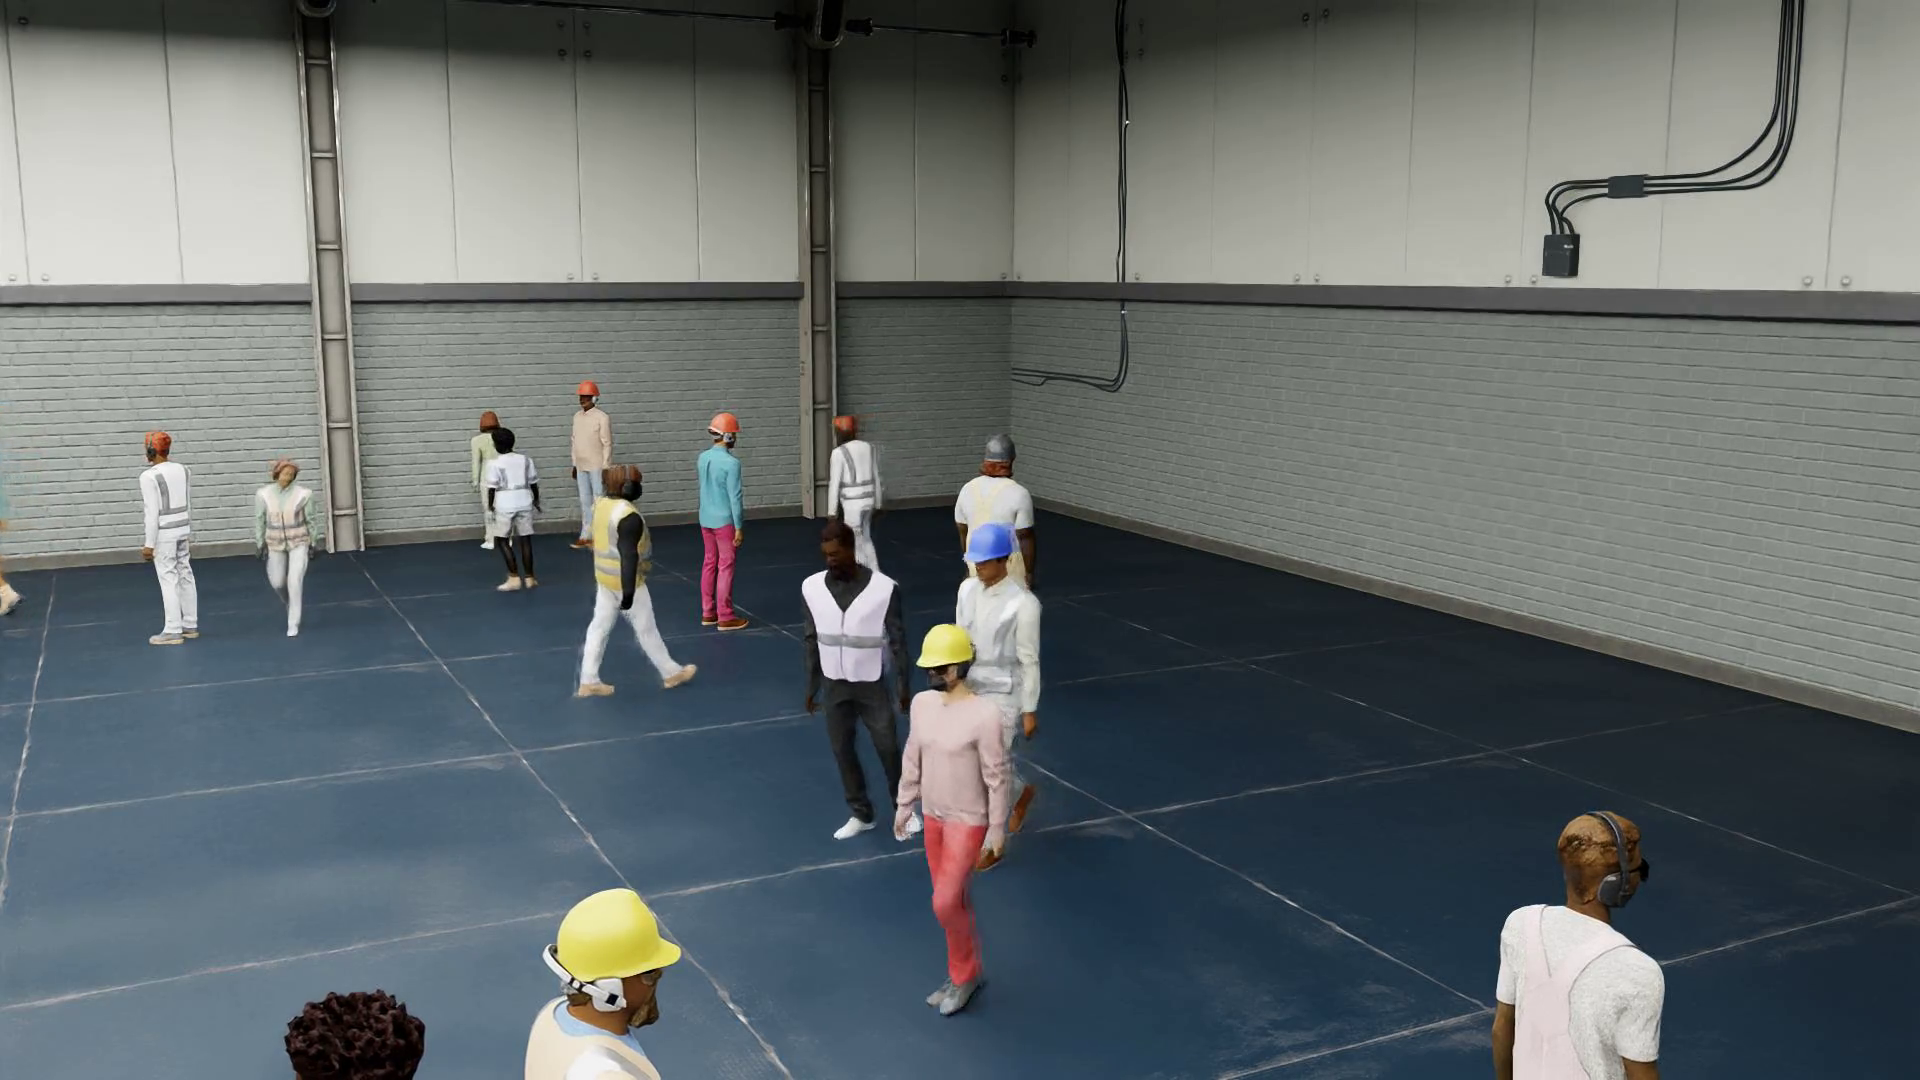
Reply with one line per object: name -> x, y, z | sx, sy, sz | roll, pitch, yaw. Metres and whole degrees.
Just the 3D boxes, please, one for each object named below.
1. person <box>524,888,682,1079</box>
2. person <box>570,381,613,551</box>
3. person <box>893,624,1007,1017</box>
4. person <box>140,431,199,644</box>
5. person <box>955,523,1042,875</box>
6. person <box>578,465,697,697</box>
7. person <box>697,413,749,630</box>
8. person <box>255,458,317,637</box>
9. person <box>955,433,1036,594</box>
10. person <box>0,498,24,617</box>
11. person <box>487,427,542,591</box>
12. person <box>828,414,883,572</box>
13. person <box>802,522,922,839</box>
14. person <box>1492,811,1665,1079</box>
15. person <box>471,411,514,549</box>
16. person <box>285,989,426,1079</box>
person -> -0.829, 1.726, 4.032 | 0.404, 1.831, 0.600 | -5, 10, -27
person -> -4.343, -0.874, 19.548 | 0.622, 1.997, 0.372 | 7, 11, 35
person -> -0.072, 1.233, 7.318 | 0.456, 1.750, 0.539 | -8, 12, -42
person -> -6.980, -0.021, 14.644 | 0.362, 1.883, 0.575 | 2, 9, 11
person -> 0.222, 0.841, 9.175 | 0.613, 1.925, 0.624 | -8, 12, -41
person -> -2.555, 0.309, 12.885 | 0.973, 1.788, 0.643 | -7, 11, -36
person -> -2.168, -0.169, 15.260 | 0.404, 1.987, 0.608 | -9, 13, -43
person -> -6.095, 0.040, 15.096 | 0.520, 1.603, 0.634 | -2, 9, -12
person -> 0.339, 0.192, 12.844 | 0.688, 2.000, 0.539 | 7, 12, 37
person -> -9.350, -0.259, 15.788 | 1.008, 2.004, 0.617 | 2, 10, 15
person -> -4.575, -0.316, 17.095 | 0.334, 1.685, 0.638 | 8, 12, 42
person -> -1.061, -0.334, 16.648 | 0.449, 1.856, 0.634 | 8, 12, 41
person -> -0.589, 0.806, 9.587 | 0.633, 1.879, 0.511 | 2, 10, 14
person -> 1.690, 1.635, 4.552 | 0.329, 1.844, 0.516 | -5, 11, -30
person -> -5.515, -0.708, 19.643 | 0.499, 1.633, 0.288 | -6, 11, -33
person -> -1.100, 1.797, 3.182 | 0.367, 1.966, 0.606 | 1, 9, 9
